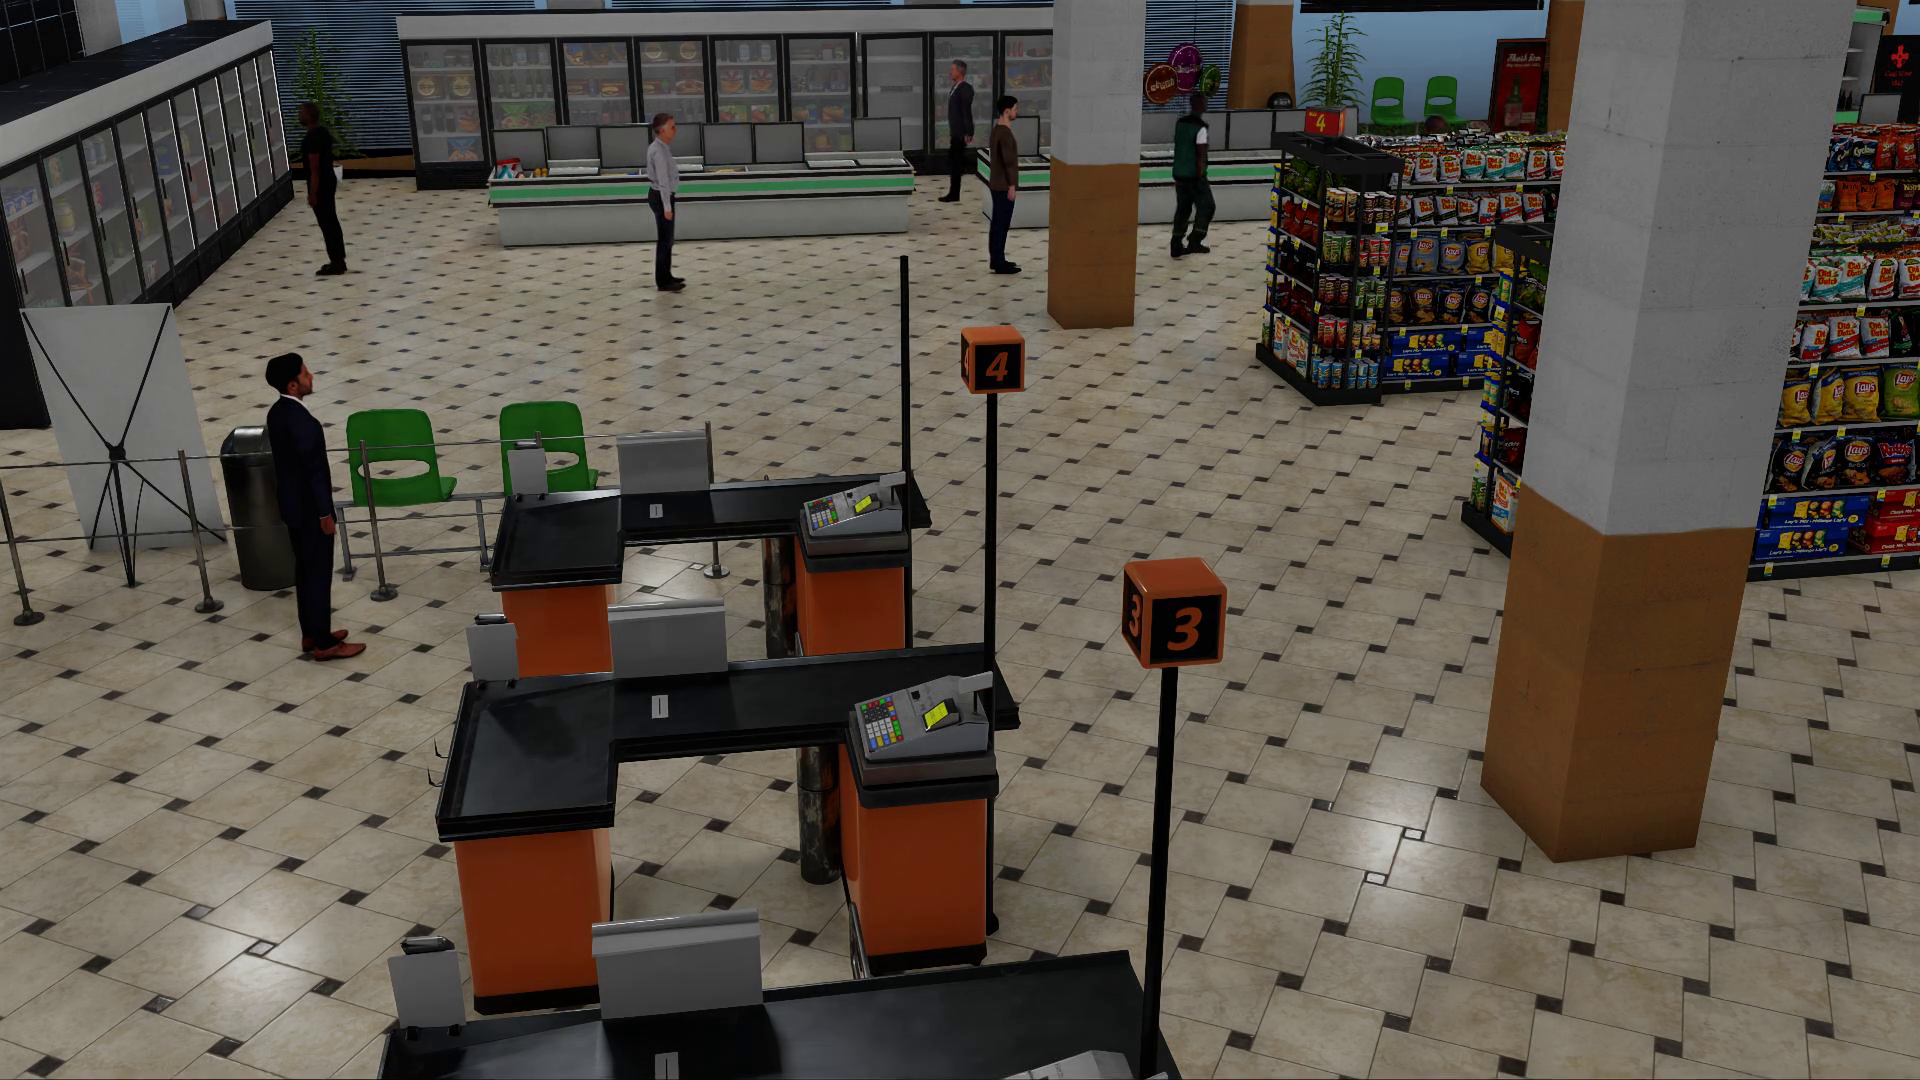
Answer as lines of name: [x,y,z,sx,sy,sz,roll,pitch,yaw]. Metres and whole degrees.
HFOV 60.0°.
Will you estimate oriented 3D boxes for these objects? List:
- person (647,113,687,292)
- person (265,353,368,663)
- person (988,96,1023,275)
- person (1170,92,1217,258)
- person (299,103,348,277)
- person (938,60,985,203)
person: [-3.079,-3.506,17.227,0.563,1.814,0.653,-5,22,-12]
person: [-3.571,-0.180,9.068,0.702,1.725,0.709,-18,28,-37]
person: [0.464,-3.836,17.950,0.565,1.886,0.653,-5,22,-12]
person: [2.509,-4.061,18.599,0.834,1.820,0.814,-14,26,-32]
person: [-6.849,-3.775,17.890,0.588,1.819,0.682,-2,22,-4]
person: [0.081,-5.362,21.845,1.049,1.814,0.783,-6,23,-15]
